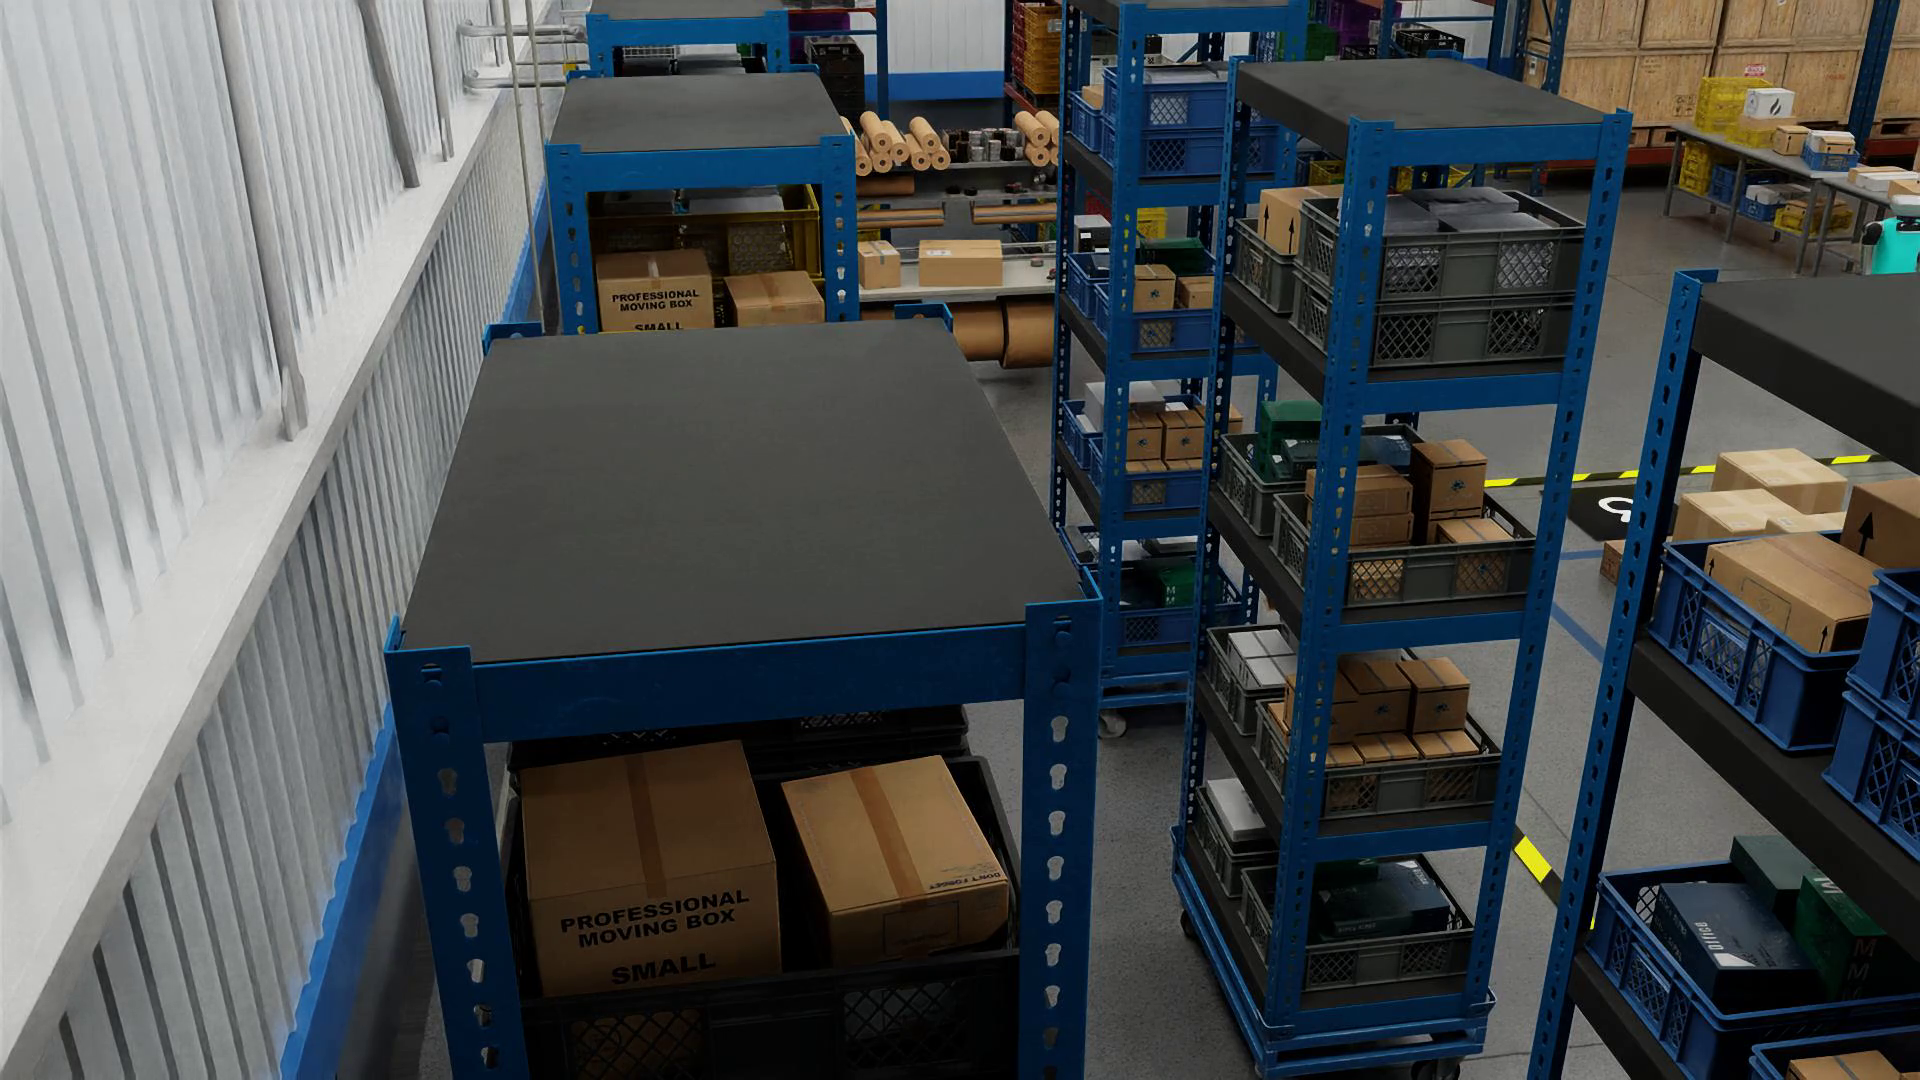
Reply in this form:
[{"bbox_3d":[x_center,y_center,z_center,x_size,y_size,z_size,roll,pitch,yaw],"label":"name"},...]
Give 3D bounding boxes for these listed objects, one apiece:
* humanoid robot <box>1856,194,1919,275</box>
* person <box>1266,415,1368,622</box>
[{"bbox_3d":[6.638,-1.543,11.735,0.533,1.677,0.735,0,25,0],"label":"humanoid robot"},{"bbox_3d":[1.749,0.200,7.977,0.587,1.846,0.406,-1,25,-2],"label":"person"}]
